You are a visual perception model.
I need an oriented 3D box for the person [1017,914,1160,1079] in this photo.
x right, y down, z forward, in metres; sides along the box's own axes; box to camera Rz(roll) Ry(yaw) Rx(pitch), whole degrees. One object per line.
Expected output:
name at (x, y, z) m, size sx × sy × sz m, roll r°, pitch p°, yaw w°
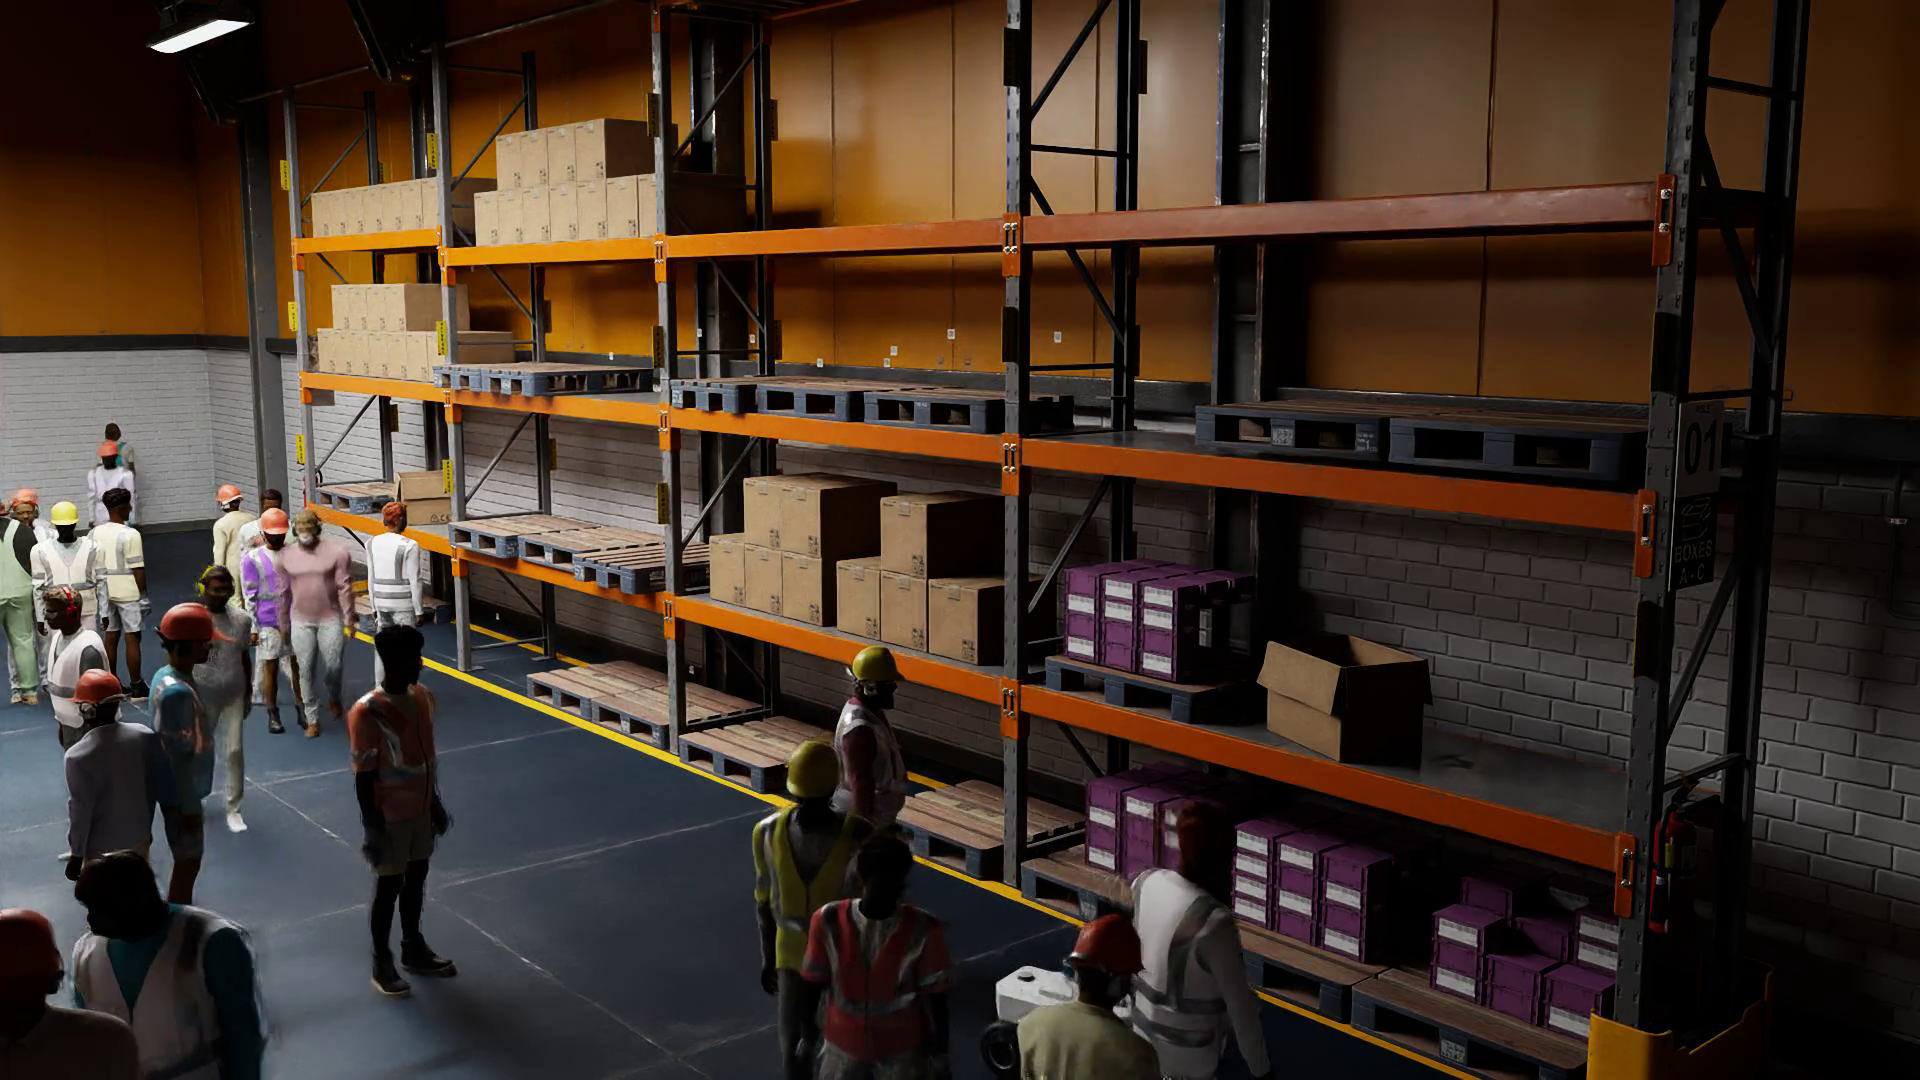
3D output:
person at (0.379, 2.053, 5.300) m, size 0.589 × 1.695 × 0.892 m, roll 7°, pitch 11°, yaw 40°

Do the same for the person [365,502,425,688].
person at (-5.011, 0.598, 14.782) m, size 0.573 × 1.877 × 0.353 m, roll 3°, pitch 9°, yaw 22°

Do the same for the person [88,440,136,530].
person at (-10.645, -0.313, 20.929) m, size 0.558 × 1.926 × 0.635 m, roll -1°, pitch 8°, yaw -4°

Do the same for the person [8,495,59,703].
person at (-8.506, 0.530, 15.210) m, size 0.573 × 1.883 × 0.359 m, roll -7°, pitch 11°, yaw -40°

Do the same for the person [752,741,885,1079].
person at (-0.560, 1.717, 6.966) m, size 0.598 × 1.887 × 0.966 m, roll 2°, pitch 8°, yaw 11°

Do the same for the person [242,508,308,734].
person at (-5.738, 0.677, 14.060) m, size 0.549 × 1.924 × 0.386 m, roll -7°, pitch 11°, yaw -40°

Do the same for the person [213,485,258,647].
person at (-7.554, 0.293, 17.342) m, size 0.359 × 1.743 × 0.568 m, roll 4°, pitch 9°, yaw 23°

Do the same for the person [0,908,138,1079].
person at (-2.629, 1.991, 4.714) m, size 0.620 × 1.986 × 0.410 m, roll -3°, pitch 9°, yaw -22°

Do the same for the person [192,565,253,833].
person at (-5.165, 1.074, 11.533) m, size 0.528 × 1.853 × 0.635 m, roll -6°, pitch 10°, yaw -35°

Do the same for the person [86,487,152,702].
person at (-7.640, 0.495, 15.162) m, size 0.601 × 1.967 × 0.369 m, roll 3°, pitch 9°, yaw 20°

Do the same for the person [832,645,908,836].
person at (-0.481, 1.463, 8.932) m, size 0.403 × 1.823 × 0.596 m, roll 0°, pitch 8°, yaw 1°

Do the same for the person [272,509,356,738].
person at (-5.428, 0.681, 14.001) m, size 0.651 × 1.923 × 0.508 m, roll -2°, pitch 8°, yaw -14°

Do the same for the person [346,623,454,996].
person at (-2.968, 1.410, 8.841) m, size 0.362 × 1.964 × 0.661 m, roll 2°, pitch 9°, yaw 17°

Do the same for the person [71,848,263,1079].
person at (-2.713, 1.938, 5.712) m, size 0.671 × 1.811 × 0.461 m, roll 1°, pitch 8°, yaw 4°

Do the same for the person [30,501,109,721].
person at (-7.743, 0.614, 14.512) m, size 0.587 × 1.920 × 0.390 m, roll -4°, pitch 9°, yaw -26°

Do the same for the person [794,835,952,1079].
person at (-0.325, 1.914, 6.339) m, size 0.603 × 1.671 × 0.375 m, roll 1°, pitch 8°, yaw 9°

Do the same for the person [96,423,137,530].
person at (-12.520, -0.816, 24.704) m, size 0.508 × 1.841 × 0.332 m, roll -5°, pitch 10°, yaw -32°

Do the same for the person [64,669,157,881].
person at (-4.436, 1.534, 8.673) m, size 0.327 × 1.753 × 0.563 m, roll 2°, pitch 9°, yaw 16°

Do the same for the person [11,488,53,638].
person at (-9.568, 0.328, 17.130) m, size 0.583 × 1.727 × 0.634 m, roll -1°, pitch 8°, yaw -8°

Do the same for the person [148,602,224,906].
person at (-4.173, 1.345, 9.034) m, size 0.413 × 2.034 × 0.615 m, roll -4°, pitch 9°, yaw -26°

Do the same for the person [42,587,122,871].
person at (-5.646, 1.200, 10.730) m, size 0.561 × 1.836 × 0.392 m, roll 7°, pitch 11°, yaw 42°

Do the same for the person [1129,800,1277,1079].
person at (0.894, 1.848, 6.101) m, size 0.682 × 1.862 × 0.582 m, roll -3°, pitch 9°, yaw -19°

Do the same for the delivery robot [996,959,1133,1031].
delivery robot at (0.529, 2.209, 7.801) m, size 0.707 × 0.478 × 0.477 m, roll 6°, pitch 10°, yaw 33°

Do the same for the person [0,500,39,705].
person at (-8.619, 0.501, 14.866) m, size 0.535 × 2.000 × 0.680 m, roll 6°, pitch 10°, yaw 38°

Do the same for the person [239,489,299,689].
person at (-6.410, 0.464, 15.581) m, size 0.592 × 1.911 × 0.388 m, roll -3°, pitch 9°, yaw -20°
